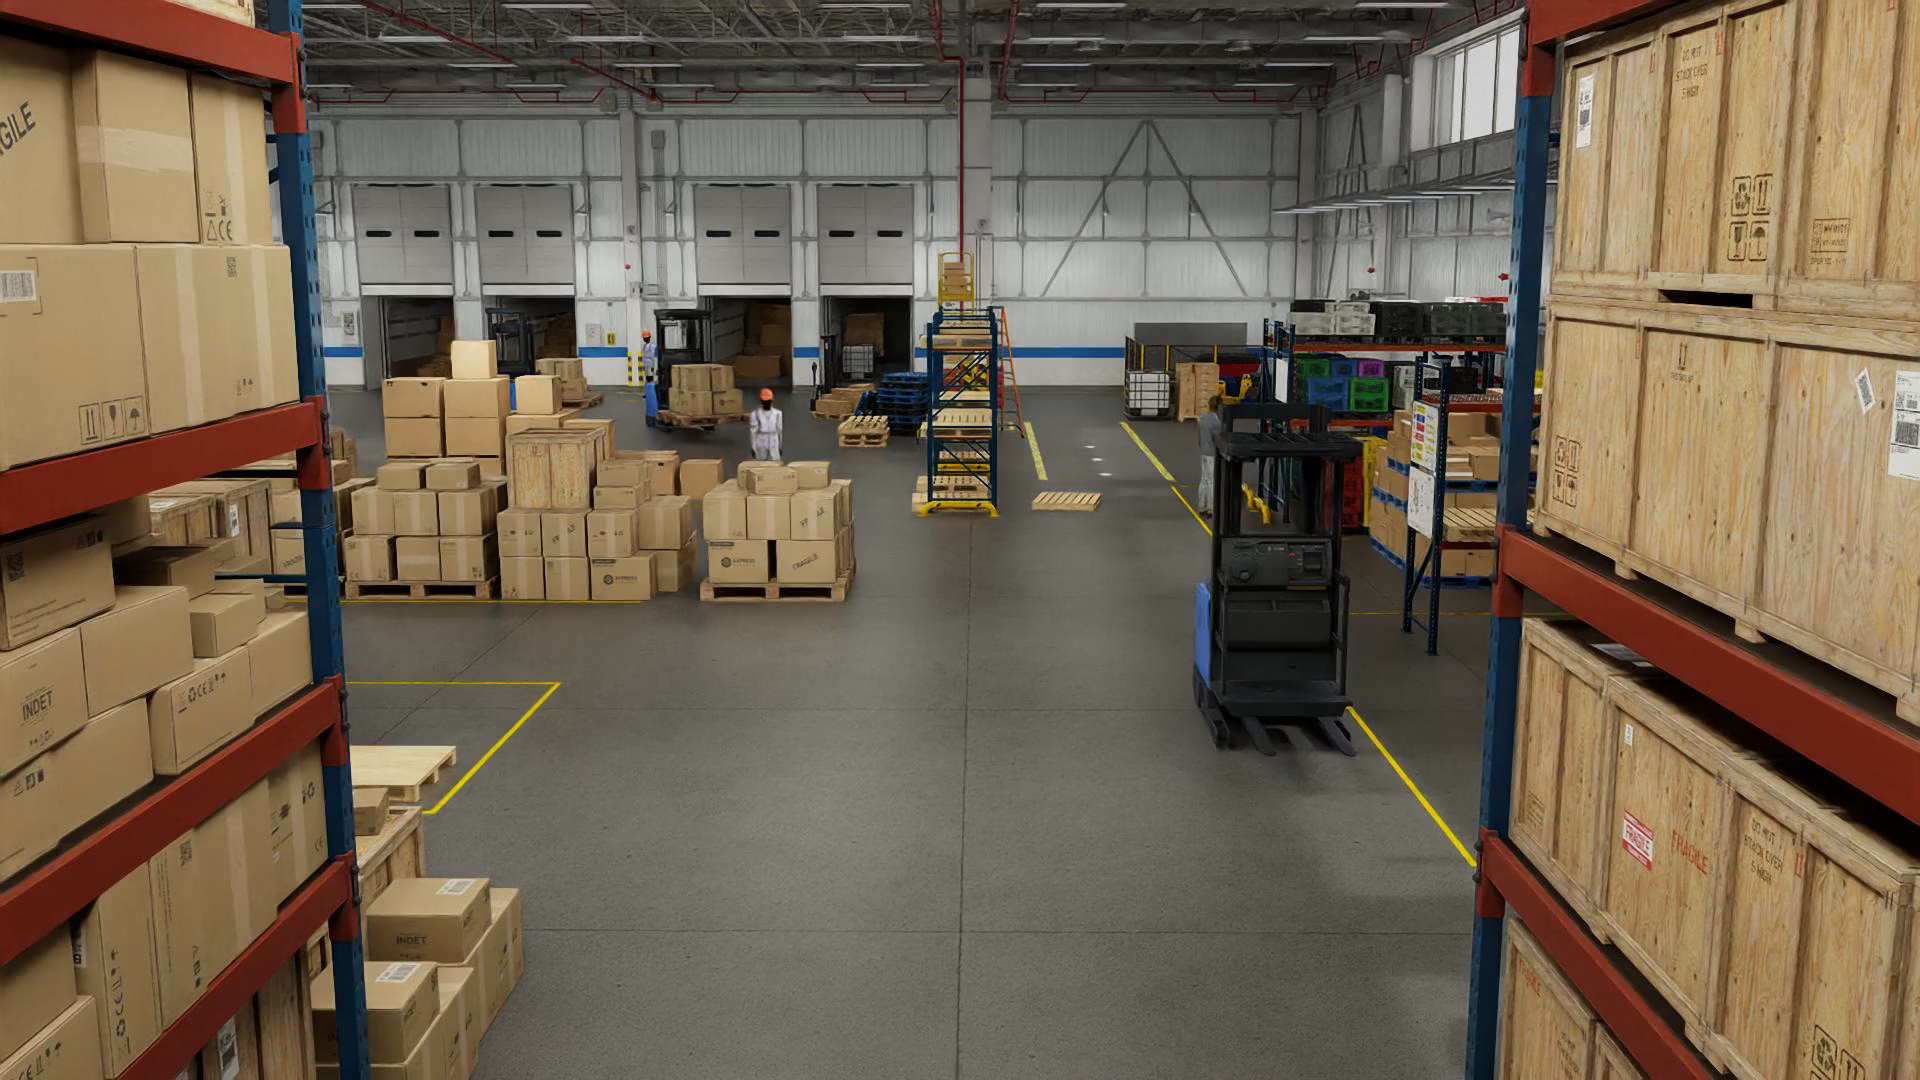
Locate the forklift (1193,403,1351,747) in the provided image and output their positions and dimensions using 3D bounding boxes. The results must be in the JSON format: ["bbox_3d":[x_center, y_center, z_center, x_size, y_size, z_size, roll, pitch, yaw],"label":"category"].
[{"bbox_3d":[2.696,0.207,14.509,1.129,2.768,1.873,0,10,1],"label":"forklift"}]

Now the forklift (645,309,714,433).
[{"bbox_3d":[-6.574,-3.962,38.561,1.129,2.768,1.873,-5,11,-27],"label":"forklift"}]

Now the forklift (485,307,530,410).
[{"bbox_3d":[-10.754,-4.150,39.646,1.129,2.768,1.873,0,10,1],"label":"forklift"}]

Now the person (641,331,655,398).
[{"bbox_3d":[-8.833,-4.963,47.086,0.385,1.929,0.544,-7,12,-36],"label":"person"}]

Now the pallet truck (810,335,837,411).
[{"bbox_3d":[-3.021,-4.312,43.126,1.885,1.965,0.823,3,10,17],"label":"pallet truck"}]

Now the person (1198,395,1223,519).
[{"bbox_3d":[3.920,-1.291,25.869,0.354,1.936,0.635,-3,10,-19],"label":"person"}]

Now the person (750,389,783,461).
[{"bbox_3d":[-3.198,-1.561,27.591,0.563,1.879,1.012,-3,10,-16],"label":"person"}]
